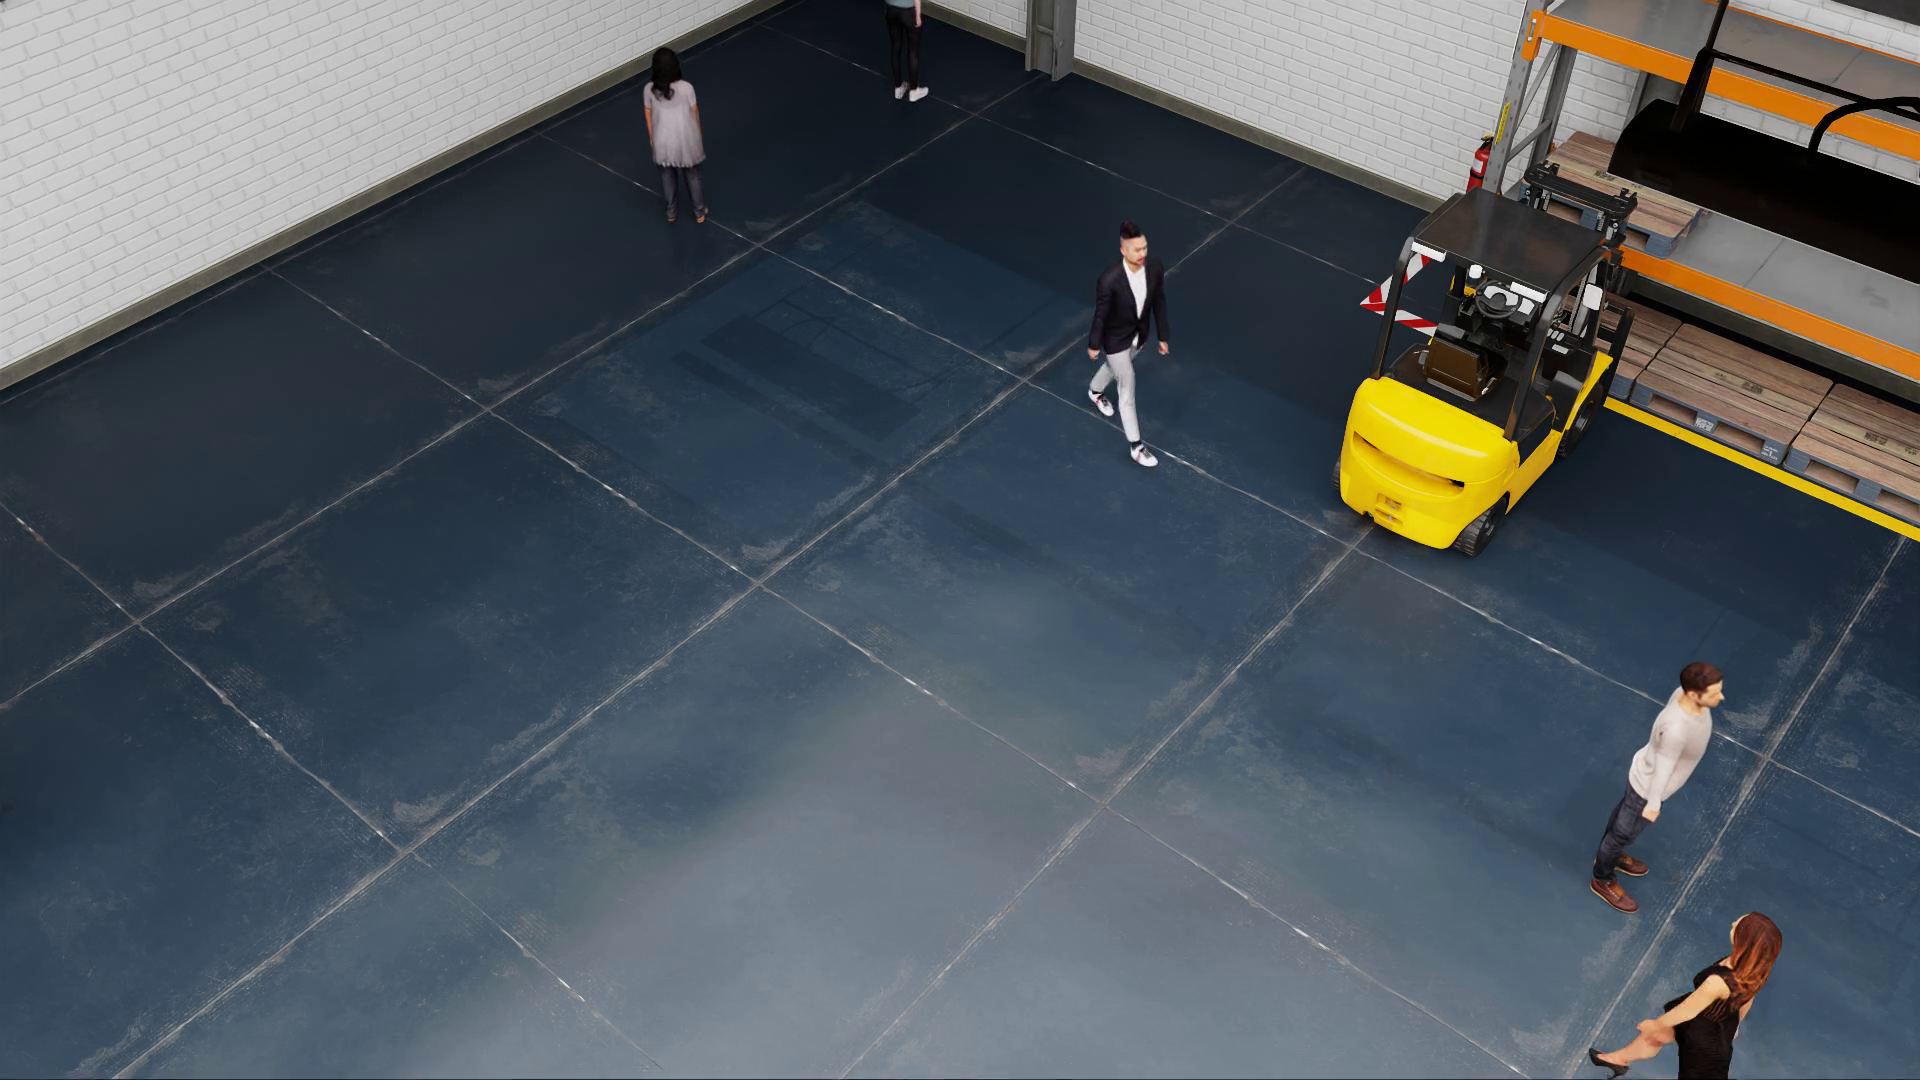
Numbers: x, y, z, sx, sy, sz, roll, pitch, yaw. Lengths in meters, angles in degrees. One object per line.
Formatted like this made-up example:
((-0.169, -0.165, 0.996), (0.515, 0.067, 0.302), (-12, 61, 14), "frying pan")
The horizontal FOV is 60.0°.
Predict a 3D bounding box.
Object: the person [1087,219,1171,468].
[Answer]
((1.168, -1.560, 12.243), (1.015, 1.894, 1.361), (-22, 48, -22), "person")

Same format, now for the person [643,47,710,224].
((-2.481, -3.518, 14.505), (0.769, 1.608, 0.840), (2, 44, 2), "person")

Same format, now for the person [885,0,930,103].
((-0.566, -5.079, 16.048), (0.526, 1.741, 0.674), (24, 49, 23), "person")

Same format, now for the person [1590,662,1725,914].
((3.852, 1.321, 9.238), (0.617, 1.868, 0.683), (23, 48, 23), "person")

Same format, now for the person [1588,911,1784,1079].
((3.658, 2.502, 8.060), (0.780, 1.782, 1.210), (-26, 50, -25), "person")
